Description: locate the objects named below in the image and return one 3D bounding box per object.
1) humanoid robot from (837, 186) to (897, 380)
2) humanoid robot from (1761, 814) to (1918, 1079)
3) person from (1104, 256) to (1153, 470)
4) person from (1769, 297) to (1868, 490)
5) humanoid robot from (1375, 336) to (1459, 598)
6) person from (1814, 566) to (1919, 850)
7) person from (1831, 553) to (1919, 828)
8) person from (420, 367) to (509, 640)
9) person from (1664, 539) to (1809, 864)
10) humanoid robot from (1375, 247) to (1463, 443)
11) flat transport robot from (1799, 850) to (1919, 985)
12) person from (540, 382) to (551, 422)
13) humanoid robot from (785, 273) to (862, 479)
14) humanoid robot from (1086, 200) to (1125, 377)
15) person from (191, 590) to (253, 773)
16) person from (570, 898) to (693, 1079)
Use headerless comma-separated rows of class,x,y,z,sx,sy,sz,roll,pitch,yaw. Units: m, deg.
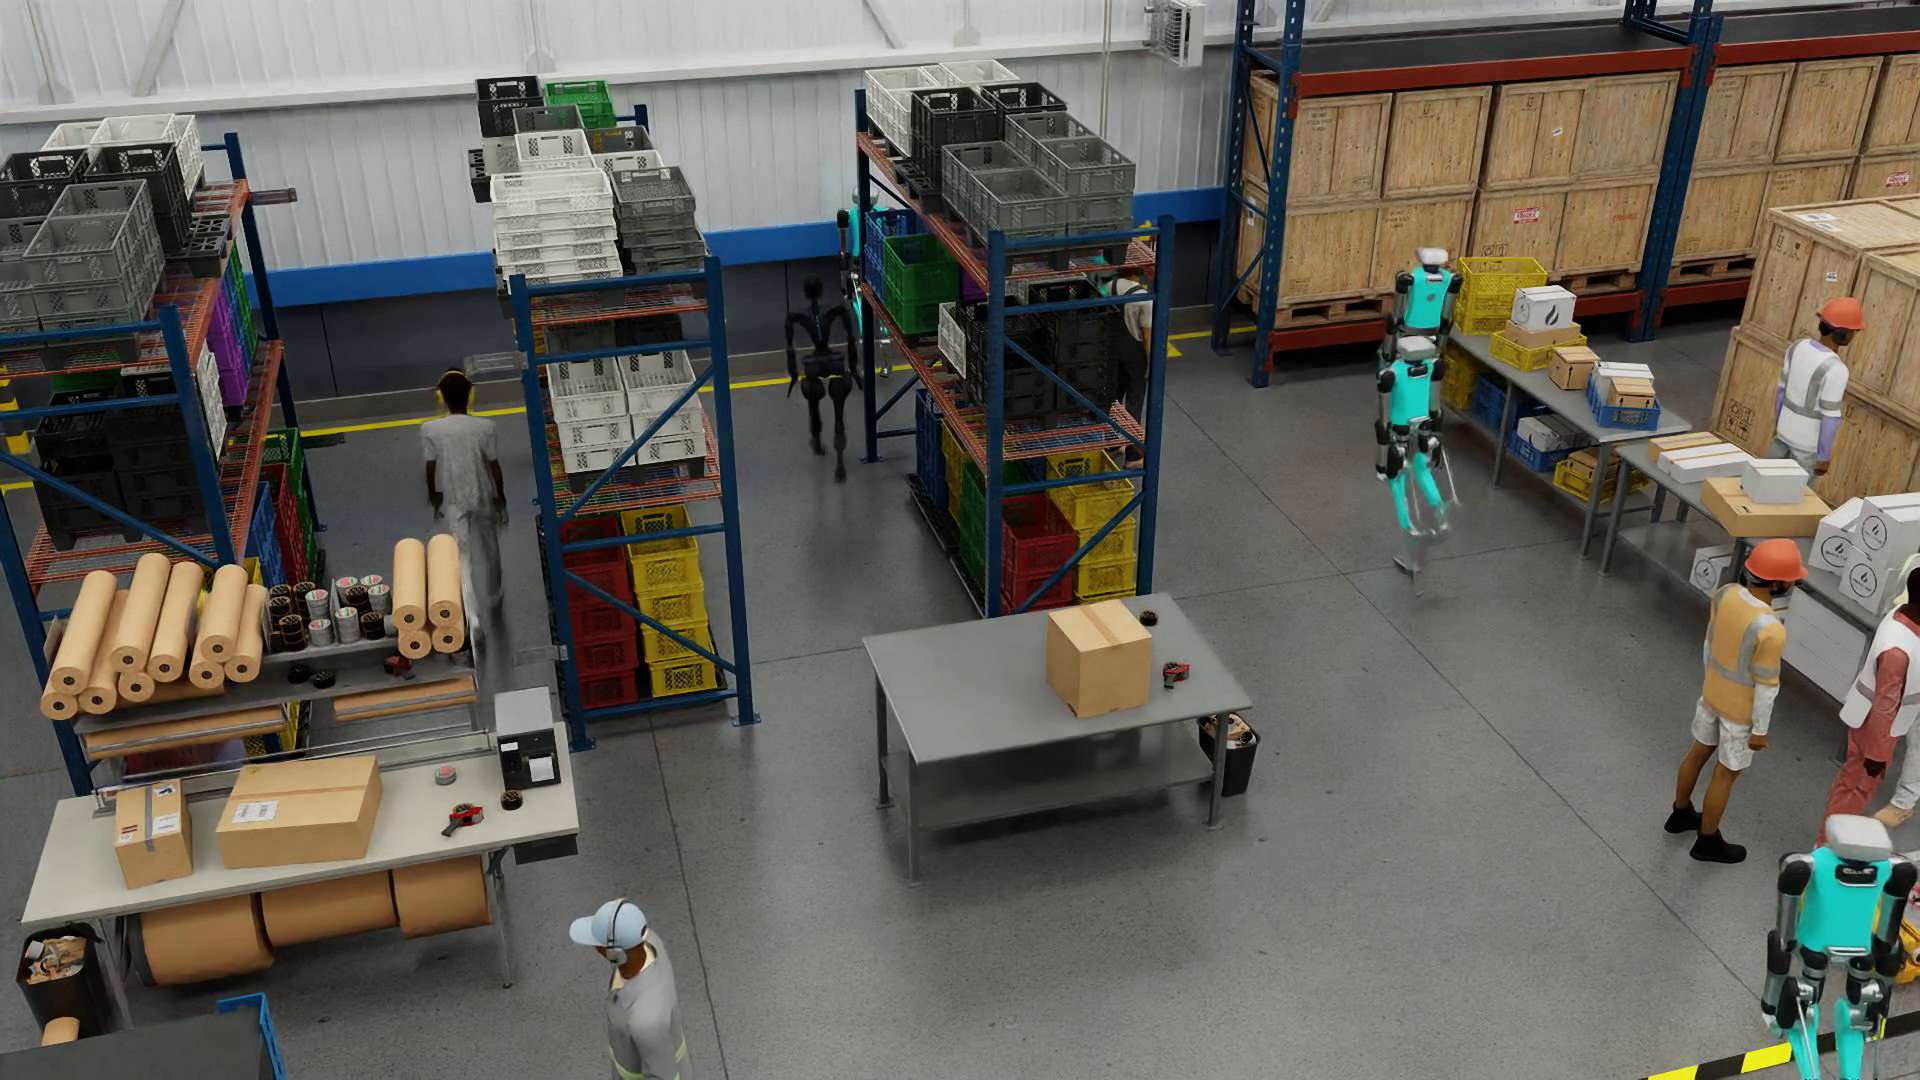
humanoid robot,-0.782,-2.176,14.456,0.533,1.677,0.735,-2,29,-3
humanoid robot,3.640,2.071,6.914,0.556,1.819,0.795,2,29,4
person,1.352,-1.447,13.156,0.345,1.846,0.507,-21,35,-33
person,5.936,-0.732,11.655,0.393,2.038,0.613,-3,29,-6
humanoid robot,3.205,-0.422,11.505,0.548,1.895,0.786,-11,31,-20
person,4.808,0.967,8.689,0.393,1.919,0.590,17,33,28
person,5.300,0.738,9.198,0.429,1.837,0.622,-11,30,-18
person,-3.252,-0.246,10.976,0.512,1.844,0.847,-5,29,-10
person,4.155,0.851,8.882,0.358,1.938,0.544,-5,29,-9
humanoid robot,3.633,-1.533,13.545,0.545,1.899,0.714,-3,29,-5
flat transport robot,5.163,1.916,8.676,1.431,0.231,0.659,-8,30,-14
person,-3.223,-1.365,13.125,0.492,1.731,0.355,-13,31,-22
humanoid robot,-1.077,-1.321,13.154,0.602,1.640,0.680,-5,29,-9
humanoid robot,1.497,-2.192,14.710,0.819,1.871,0.556,-15,32,-25
person,-3.781,1.010,8.796,0.851,1.724,0.546,-6,29,-10
person,-1.259,2.154,6.599,0.390,1.849,0.594,-8,30,-14
